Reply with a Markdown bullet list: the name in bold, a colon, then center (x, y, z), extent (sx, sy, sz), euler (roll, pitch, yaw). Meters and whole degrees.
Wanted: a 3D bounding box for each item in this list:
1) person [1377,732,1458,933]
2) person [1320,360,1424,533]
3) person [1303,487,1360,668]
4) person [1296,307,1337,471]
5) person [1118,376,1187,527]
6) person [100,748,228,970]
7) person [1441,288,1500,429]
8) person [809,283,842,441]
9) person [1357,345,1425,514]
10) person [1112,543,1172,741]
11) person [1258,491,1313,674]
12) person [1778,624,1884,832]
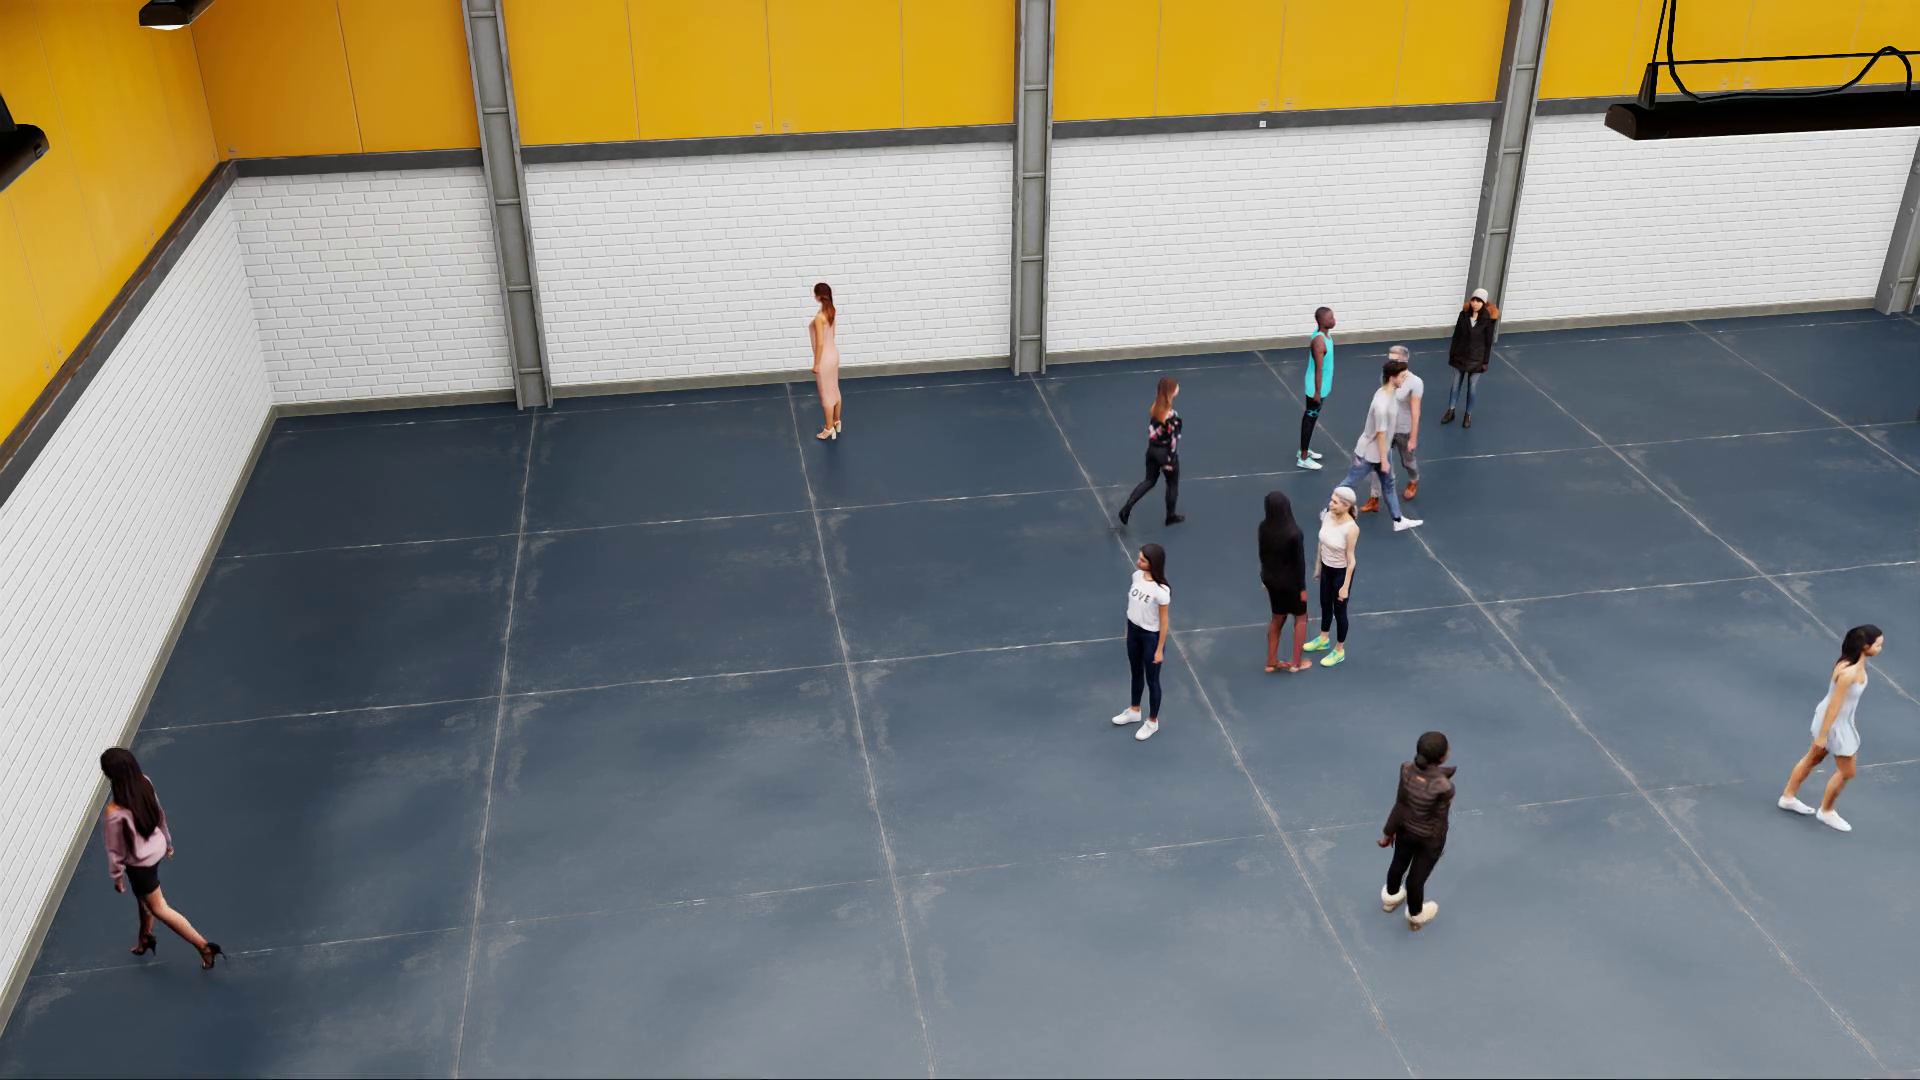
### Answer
- **person**: center (3.250, 1.977, 11.504), extent (0.824, 1.654, 0.895), euler (-8, 30, -14)
- **person**: center (4.046, -0.913, 16.612), extent (1.315, 1.835, 1.186), euler (15, 32, 26)
- **person**: center (3.293, 0.296, 14.536), extent (0.614, 1.701, 0.651), euler (-12, 31, -22)
- **person**: center (3.853, -1.669, 18.024), extent (0.645, 1.811, 0.668), euler (7, 29, 12)
- **person**: center (1.958, -0.852, 16.681), extent (1.063, 1.663, 0.808), euler (-15, 32, -26)
- **person**: center (-5.336, 2.163, 11.030), extent (1.091, 1.782, 0.859), euler (4, 29, 8)
- **person**: center (5.817, -2.093, 18.987), extent (0.740, 1.633, 0.809), euler (16, 33, 27)
- **person**: center (-1.487, -2.012, 18.630), extent (0.678, 1.833, 0.665), euler (11, 30, 19)
- **person**: center (4.564, -1.148, 17.101), extent (1.330, 1.779, 1.130), euler (-23, 36, -36)
- **person**: center (1.527, 0.799, 13.537), extent (0.651, 1.775, 0.661), euler (-18, 33, -29)
- **person**: center (2.706, 0.398, 14.373), extent (0.804, 1.678, 0.817), euler (-11, 31, -20)
- **person**: center (6.505, 1.359, 12.577), extent (0.892, 1.712, 0.828), euler (17, 33, 28)
